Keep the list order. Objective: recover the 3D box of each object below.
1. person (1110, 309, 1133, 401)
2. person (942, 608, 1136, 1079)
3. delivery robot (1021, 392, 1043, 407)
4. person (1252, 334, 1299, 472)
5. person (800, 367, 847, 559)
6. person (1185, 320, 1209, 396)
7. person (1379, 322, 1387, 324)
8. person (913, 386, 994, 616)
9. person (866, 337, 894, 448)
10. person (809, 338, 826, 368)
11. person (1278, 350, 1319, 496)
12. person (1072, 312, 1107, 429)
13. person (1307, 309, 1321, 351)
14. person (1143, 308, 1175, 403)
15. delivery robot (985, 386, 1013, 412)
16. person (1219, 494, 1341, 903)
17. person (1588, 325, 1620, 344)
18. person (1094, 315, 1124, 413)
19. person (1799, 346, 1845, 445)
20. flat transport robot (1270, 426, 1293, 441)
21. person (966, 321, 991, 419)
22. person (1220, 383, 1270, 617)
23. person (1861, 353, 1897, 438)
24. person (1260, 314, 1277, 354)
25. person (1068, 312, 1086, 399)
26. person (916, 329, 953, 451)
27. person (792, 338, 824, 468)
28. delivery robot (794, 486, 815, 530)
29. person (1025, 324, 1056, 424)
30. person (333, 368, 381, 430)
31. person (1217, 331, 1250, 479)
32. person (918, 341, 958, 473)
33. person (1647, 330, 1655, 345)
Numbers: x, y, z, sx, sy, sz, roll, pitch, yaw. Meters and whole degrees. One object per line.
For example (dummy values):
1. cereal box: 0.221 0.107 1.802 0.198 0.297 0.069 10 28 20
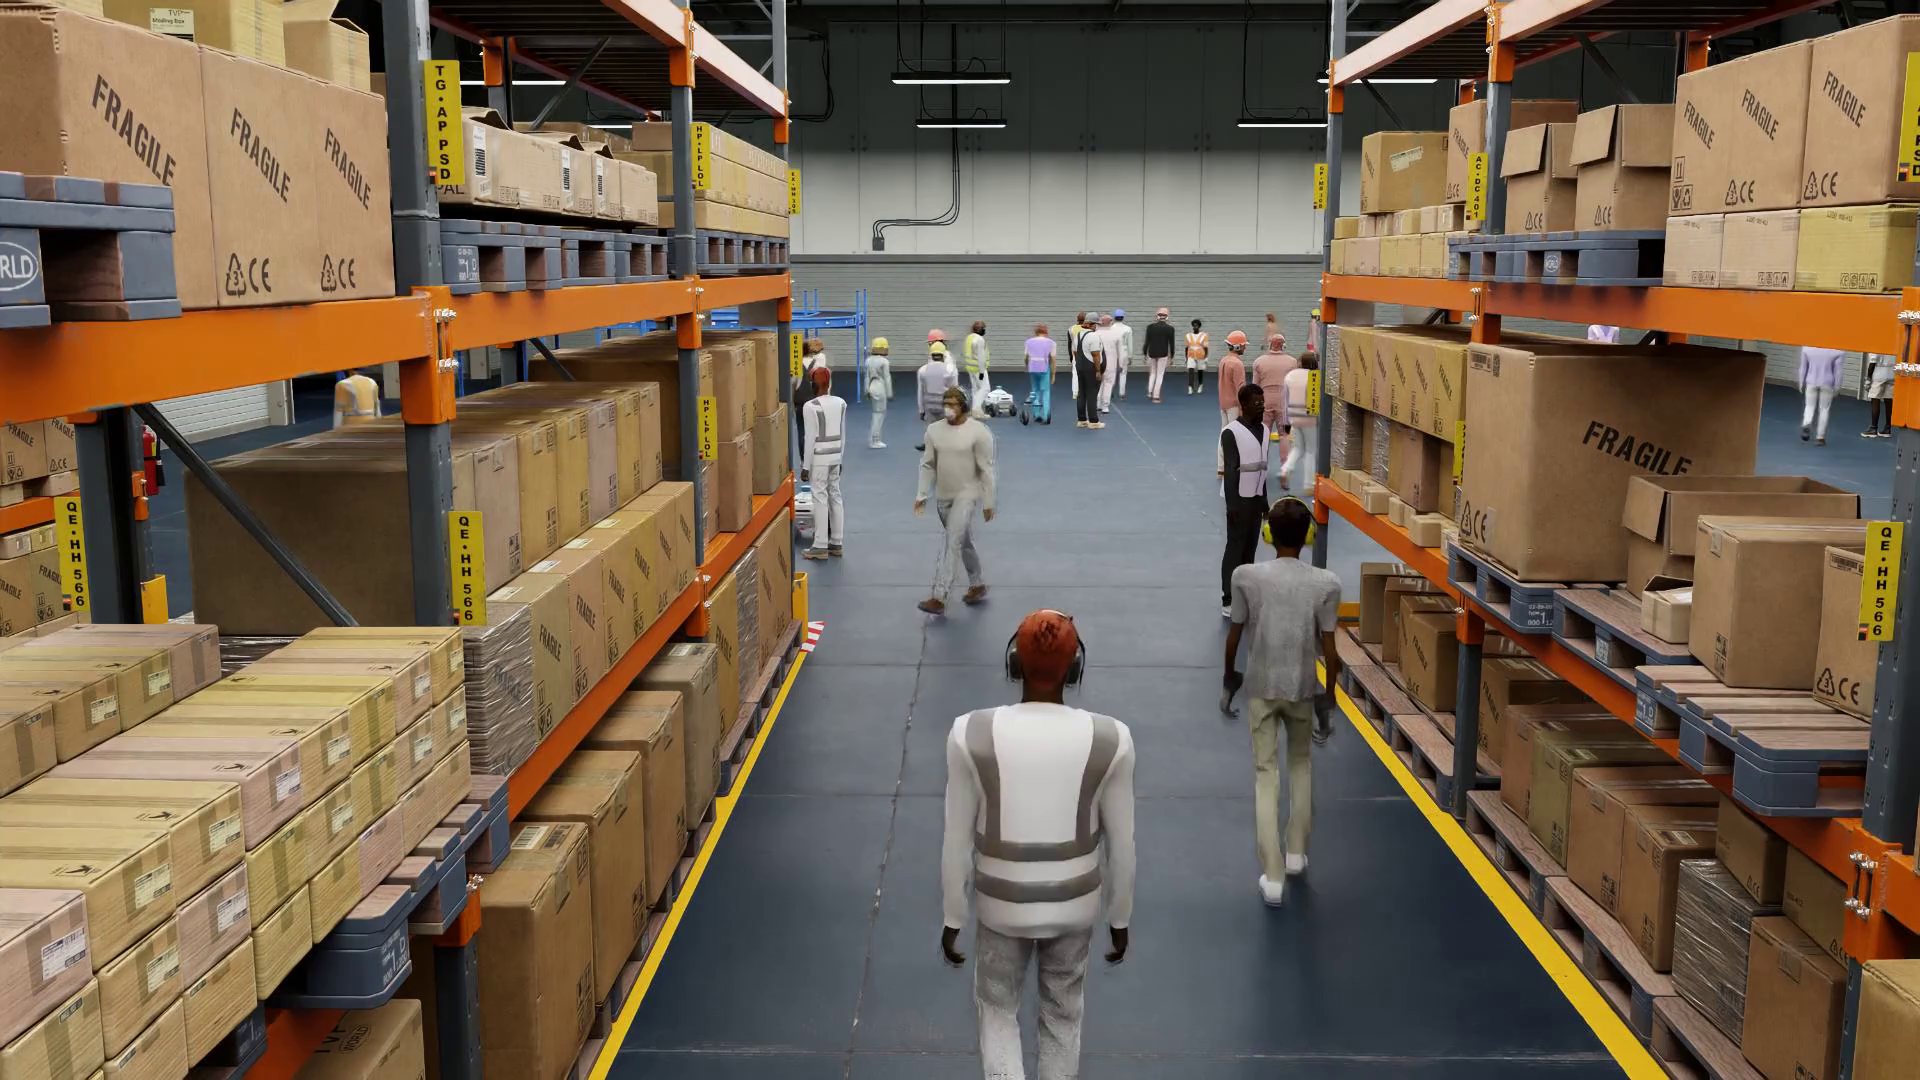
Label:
1. person: 3.340 -3.893 35.005 0.641 1.924 0.518 3 10 17
2. person: 0.243 1.130 5.087 0.596 1.866 0.461 0 9 1
3. delivery robot: 1.322 -2.564 30.205 0.335 0.223 0.698 -2 9 -14
4. person: 4.389 -1.903 23.146 0.654 1.906 0.408 2 10 14
5. person: -1.352 -0.767 16.403 0.351 1.885 0.576 7 12 35
6. person: 5.217 -4.035 36.670 0.536 1.656 0.840 3 10 17
7. person: 7.434 -2.936 29.540 0.527 1.839 0.606 8 12 39
8. person: -0.036 -0.345 13.914 0.635 1.884 1.086 7 12 35
9. person: -1.250 -2.322 26.178 0.453 1.722 0.496 -8 12 -38
10. person: -2.453 -2.626 28.357 0.533 1.615 0.518 -4 10 -25
11. person: 4.285 -1.453 20.696 0.537 1.823 0.642 -8 12 -38
12. person: 2.324 -2.985 29.353 0.536 2.000 0.672 -5 11 -29
13. person: 8.742 -4.822 41.078 0.340 1.757 0.518 0 9 2
14. person: 4.151 -3.836 34.562 0.647 1.958 0.500 4 10 25
15. delivery robot: 0.742 -2.691 31.752 0.477 0.478 0.707 -3 10 -19
16. person: 1.472 0.707 7.728 0.515 1.843 0.725 1 10 6
17. person: 12.686 -3.585 32.812 0.609 2.044 0.394 0 9 1
18. person: 2.852 -3.412 32.255 0.665 1.874 0.802 2 10 13
19. person: 13.708 -2.470 26.493 0.646 1.921 0.525 8 12 40
20. flat transport robot: 5.830 -1.787 27.470 1.431 0.197 0.652 -7 12 -35
21. person: 0.344 -3.145 30.820 0.463 1.833 0.663 -4 10 -22
22. person: 2.350 -0.330 13.687 0.392 1.920 0.593 8 12 39
23. person: 15.369 -2.694 27.705 0.607 1.966 0.367 -2 10 -9
24. person: 7.763 -4.910 42.067 0.814 1.600 0.519 5 11 29
25. person: 2.614 -3.923 35.437 0.632 1.844 0.429 5 11 27
26. person: -0.215 -2.282 25.502 0.979 1.890 0.532 4 10 23
27. person: -2.159 -1.924 23.476 0.541 1.834 0.542 -2 10 -13
28. delivery robot: -1.631 -0.331 17.615 0.477 0.478 0.707 0 10 3
29. person: 1.450 -3.013 30.134 0.579 1.794 0.628 2 10 14
30. person: -6.941 -1.240 19.143 0.483 1.917 0.559 4 10 25
31. person: 3.660 -1.795 22.235 0.387 1.992 0.626 -3 10 -15
32. person: -0.288 -1.837 23.014 0.615 1.812 0.434 3 10 17
33. person: 16.659 -4.677 39.663 0.361 1.939 0.542 -7 12 -36
